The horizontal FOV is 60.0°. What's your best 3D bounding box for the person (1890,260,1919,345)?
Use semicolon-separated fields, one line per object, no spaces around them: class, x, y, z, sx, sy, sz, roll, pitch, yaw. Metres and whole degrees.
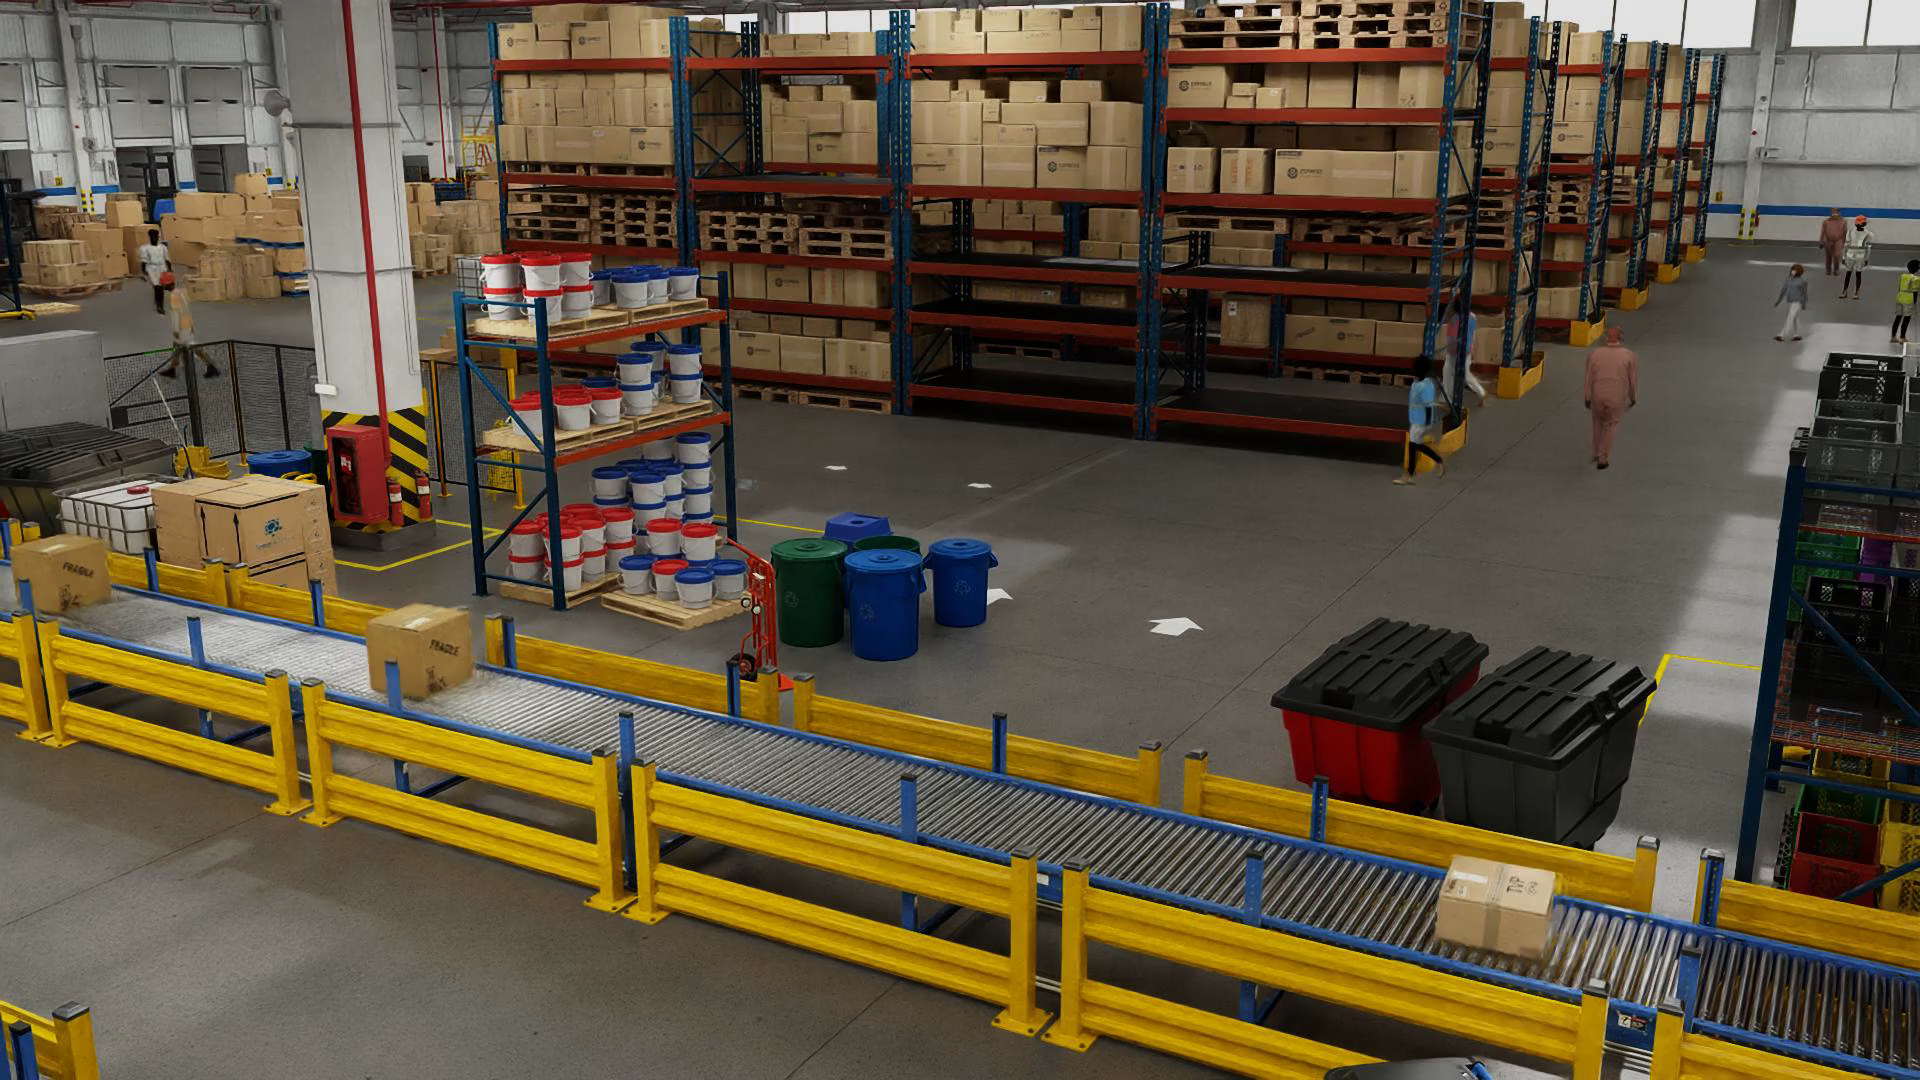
person;18.950;-4.761;33.280;0.322;1.689;0.530;-3;15;-10

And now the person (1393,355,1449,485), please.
person;5.900;-1.521;21.105;0.670;1.678;0.542;0;15;1

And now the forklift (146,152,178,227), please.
forklift;-30.070;-13.240;62.873;1.873;2.768;1.129;8;17;28

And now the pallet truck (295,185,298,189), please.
pallet truck;-26.804;-14.617;69.738;1.885;1.965;0.823;-14;20;-42

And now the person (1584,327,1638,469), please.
person;8.733;-1.923;22.286;0.638;1.857;0.965;10;18;33

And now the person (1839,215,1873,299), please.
person;21.945;-6.925;40.736;0.608;2.044;0.372;13;19;40

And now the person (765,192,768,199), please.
person;-8.034;-14.015;67.613;0.629;1.931;0.367;-6;16;-20

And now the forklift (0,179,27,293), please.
forklift;-24.171;-7.740;42.199;1.873;2.768;1.129;8;17;28

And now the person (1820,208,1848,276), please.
person;24.182;-8.246;46.060;0.668;1.864;0.722;8;17;29

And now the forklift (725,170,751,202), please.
forklift;-6.786;-10.188;51.400;1.129;2.768;1.873;8;17;27

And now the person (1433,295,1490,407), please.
person;7.985;-2.979;26.347;0.815;1.821;0.623;-3;15;-11

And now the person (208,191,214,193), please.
person;-24.338;-10.438;54.249;0.356;1.883;0.574;8;17;27

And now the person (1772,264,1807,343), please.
person;16.773;-4.774;33.534;0.879;1.582;0.510;-5;16;-17

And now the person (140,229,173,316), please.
person;-18.110;-6.049;37.622;0.686;1.943;0.644;11;19;36

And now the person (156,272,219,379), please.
person;-13.592;-3.751;29.138;1.014;1.881;0.593;-5;16;-18
